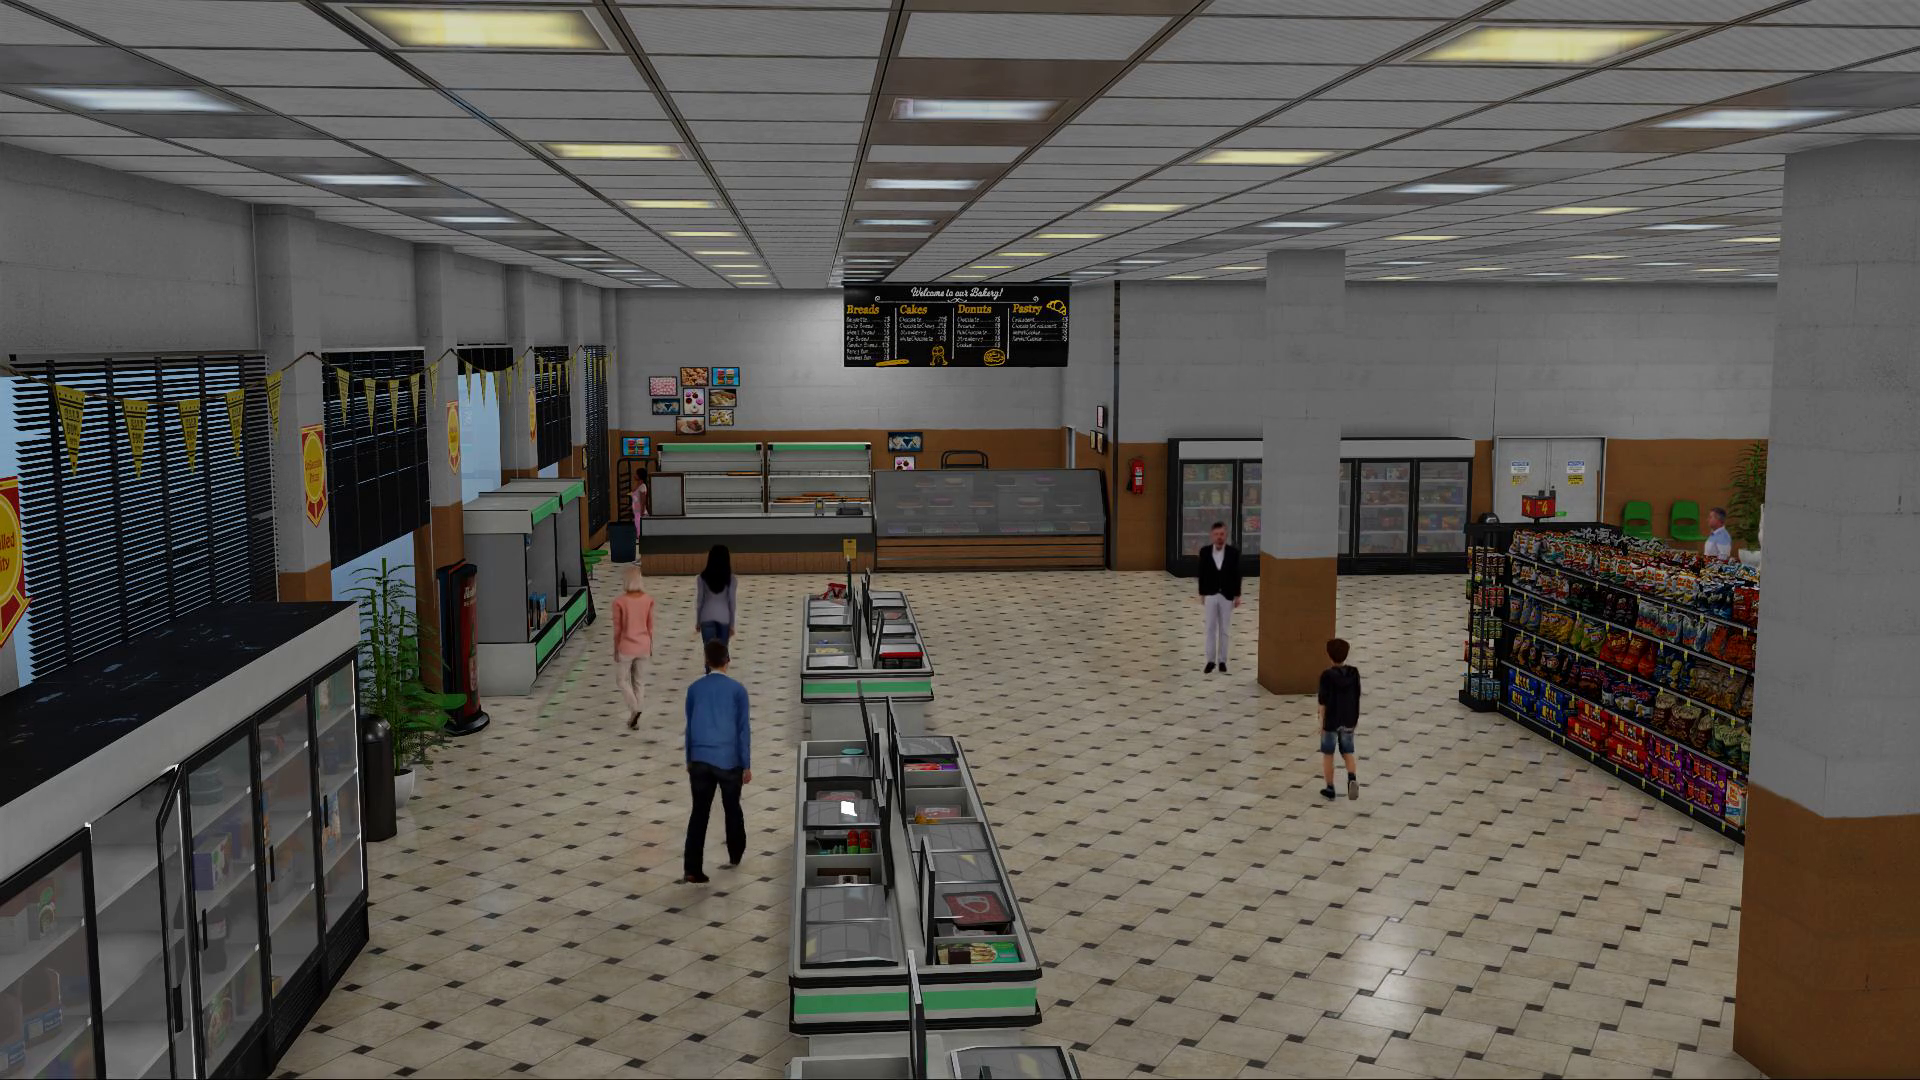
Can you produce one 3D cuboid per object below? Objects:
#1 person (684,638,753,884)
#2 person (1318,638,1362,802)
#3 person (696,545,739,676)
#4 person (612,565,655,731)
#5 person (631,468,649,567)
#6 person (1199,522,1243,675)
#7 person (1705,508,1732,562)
[{"bbox_3d":[-1.828,1.661,12.256,0.892,1.762,1.277,2,7,12],"label":"person"},{"bbox_3d":[3.288,1.571,14.349,0.556,1.439,0.766,-1,7,-8],"label":"person"},{"bbox_3d":[-2.705,0.944,18.452,0.626,1.698,1.167,-1,7,-6],"label":"person"},{"bbox_3d":[-3.303,1.118,16.958,0.781,1.713,0.903,-4,8,-30],"label":"person"},{"bbox_3d":[-5.670,-0.421,29.576,0.688,1.740,0.530,-2,7,-20],"label":"person"},{"bbox_3d":[3.143,0.689,20.042,0.781,1.823,0.849,1,7,10],"label":"person"},{"bbox_3d":[9.900,0.482,21.736,0.814,1.827,0.645,2,7,14],"label":"person"}]
